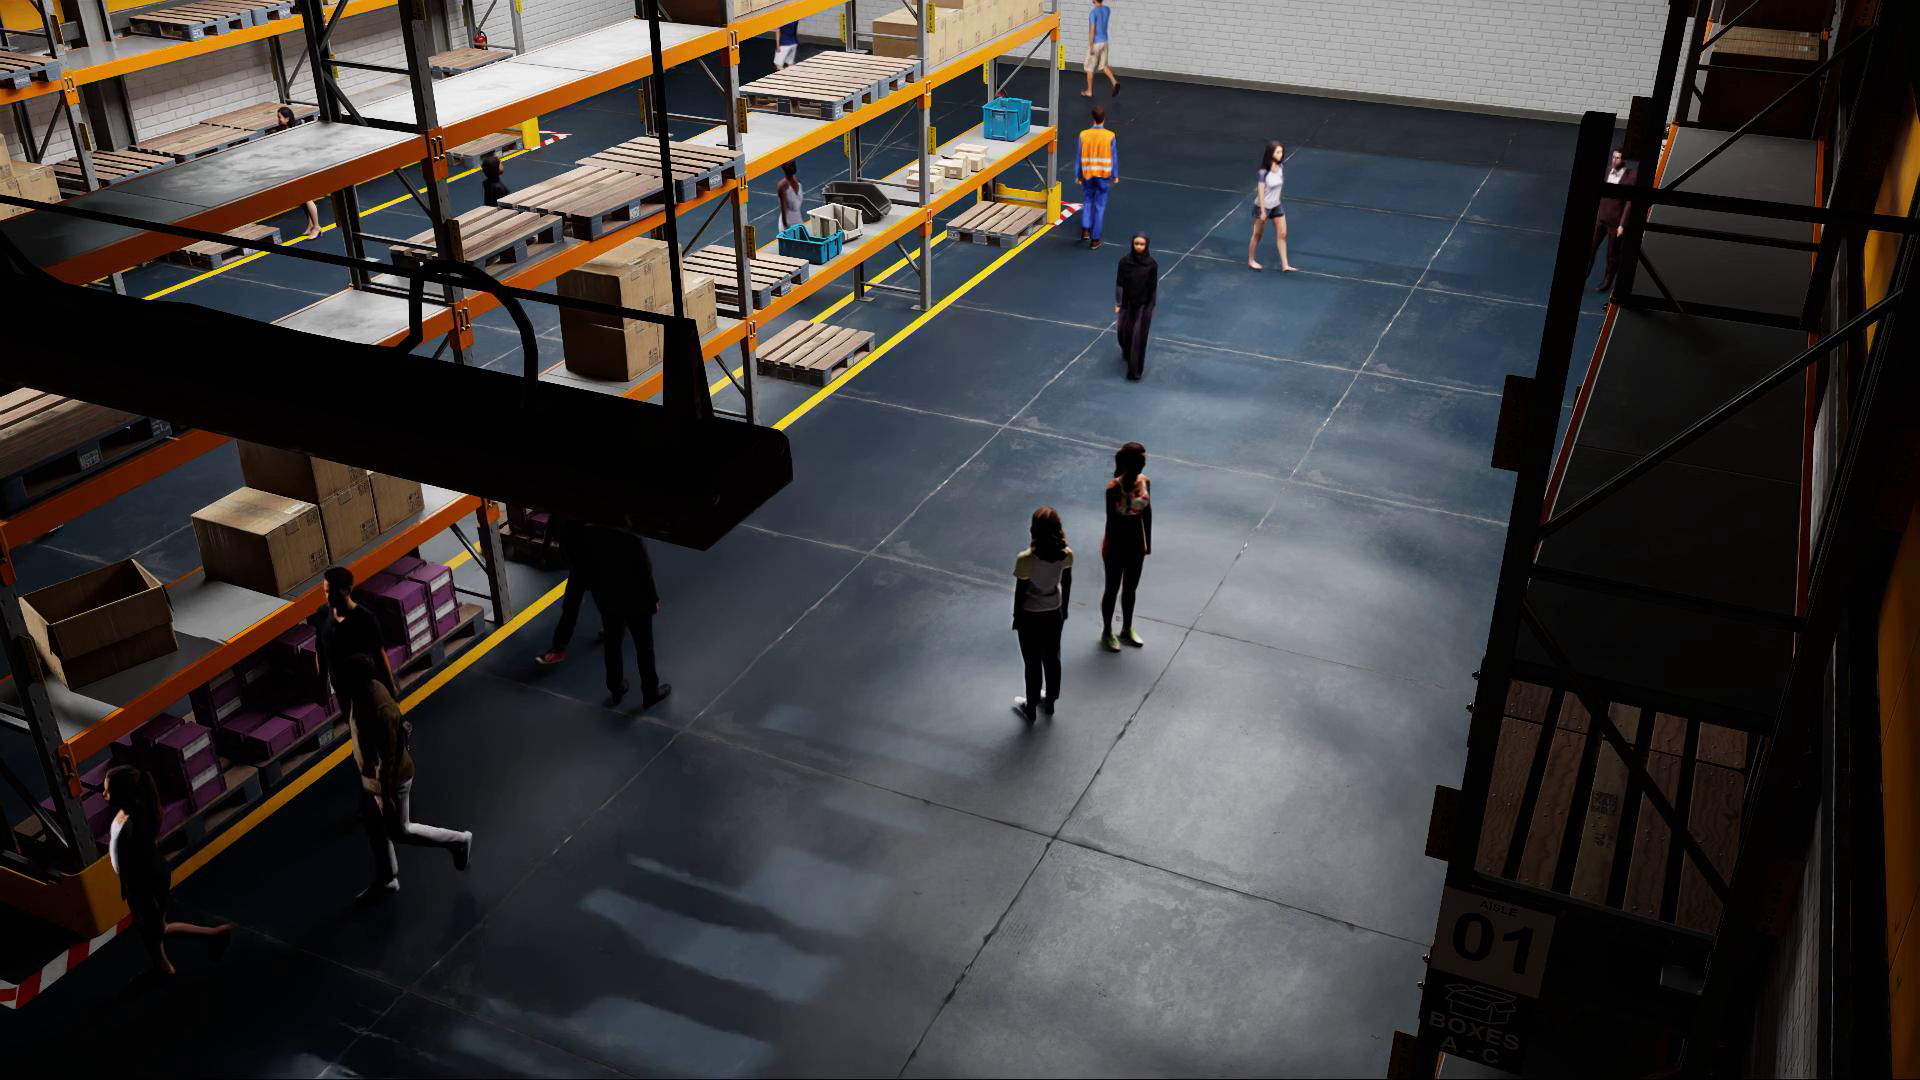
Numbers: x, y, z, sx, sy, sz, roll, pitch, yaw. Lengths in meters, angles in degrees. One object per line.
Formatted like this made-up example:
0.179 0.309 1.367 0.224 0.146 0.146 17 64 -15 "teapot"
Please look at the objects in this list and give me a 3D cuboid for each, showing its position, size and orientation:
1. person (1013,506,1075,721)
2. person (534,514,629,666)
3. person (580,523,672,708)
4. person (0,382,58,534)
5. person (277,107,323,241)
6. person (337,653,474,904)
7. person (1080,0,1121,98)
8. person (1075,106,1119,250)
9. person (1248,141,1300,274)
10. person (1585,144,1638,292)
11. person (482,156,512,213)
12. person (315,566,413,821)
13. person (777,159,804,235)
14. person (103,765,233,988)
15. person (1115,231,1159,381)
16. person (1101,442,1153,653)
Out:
0.610 0.543 12.277 0.684 1.723 0.767 -13 31 -23 "person"
-2.915 0.113 13.093 1.267 1.697 0.956 -24 37 -37 "person"
-2.506 0.408 12.402 0.757 1.842 0.678 6 29 11 "person"
-8.356 -0.867 14.915 0.875 1.672 1.134 0 29 0 "person"
-8.840 -4.902 22.212 0.800 1.769 0.776 -18 34 -30 "person"
-3.540 1.483 10.475 1.148 1.799 1.002 -19 34 -31 "person"
2.475 -8.611 28.929 1.073 1.847 0.984 -22 35 -34 "person"
1.770 -4.718 21.790 0.729 1.850 0.696 10 30 17 "person"
3.845 -4.229 21.074 1.010 1.677 0.951 -21 35 -33 "person"
8.011 -3.926 20.351 1.187 1.836 1.002 -21 35 -34 "person"
-5.690 -3.839 20.346 0.752 1.690 0.979 25 37 38 "person"
-4.080 0.955 11.408 0.702 1.833 1.112 9 30 16 "person"
-2.052 -3.760 20.105 0.631 1.781 0.402 13 31 22 "person"
-4.743 1.980 9.832 0.931 1.543 0.800 -17 33 -28 "person"
1.934 -2.600 18.170 0.752 1.597 1.051 5 29 9 "person"
1.288 0.036 13.138 0.656 1.789 0.733 -14 32 -24 "person"
